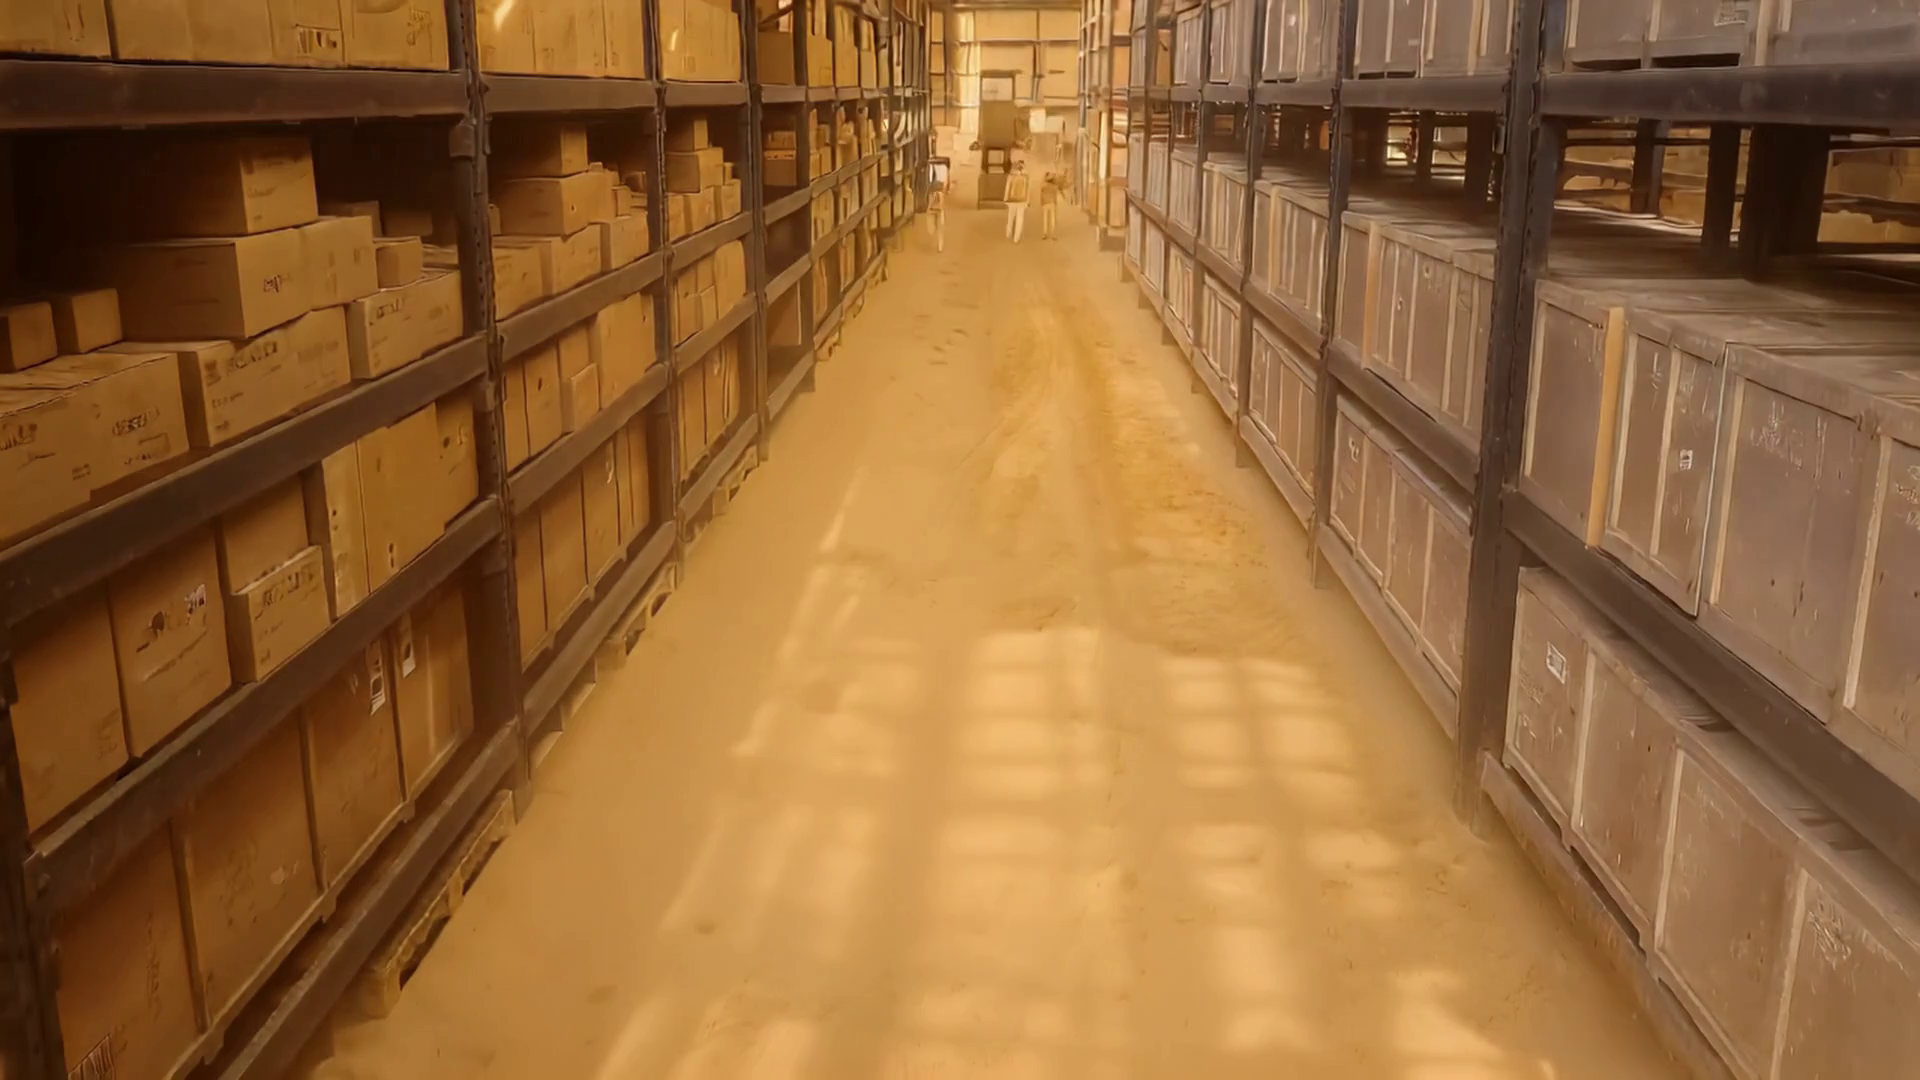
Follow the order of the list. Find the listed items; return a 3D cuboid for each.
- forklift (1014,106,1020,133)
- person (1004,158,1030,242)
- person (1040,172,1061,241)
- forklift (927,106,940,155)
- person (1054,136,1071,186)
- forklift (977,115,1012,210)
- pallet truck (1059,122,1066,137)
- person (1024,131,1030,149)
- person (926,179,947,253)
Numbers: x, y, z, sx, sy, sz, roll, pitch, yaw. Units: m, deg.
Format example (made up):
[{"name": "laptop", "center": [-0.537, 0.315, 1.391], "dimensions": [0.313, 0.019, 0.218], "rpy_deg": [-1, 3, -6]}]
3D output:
[{"name": "forklift", "center": [2.514, -20.177, 82.864], "dimensions": [1.129, 2.768, 1.873], "rpy_deg": [-7, 17, -26]}, {"name": "person", "center": [1.350, -8.108, 39.699], "dimensions": [0.644, 1.972, 0.602], "rpy_deg": [-5, 16, -17]}, {"name": "person", "center": [2.160, -7.992, 39.894], "dimensions": [0.498, 1.633, 0.285], "rpy_deg": [1, 15, 3]}, {"name": "forklift", "center": [-1.386, -20.270, 83.211], "dimensions": [1.873, 2.768, 1.129], "rpy_deg": [9, 18, 31]}, {"name": "person", "center": [3.819, -14.512, 63.680], "dimensions": [0.914, 1.891, 0.589], "rpy_deg": [-3, 15, -12]}, {"name": "forklift", "center": [1.104, -11.508, 50.610], "dimensions": [1.129, 2.768, 1.873], "rpy_deg": [0, 15, 2]}, {"name": "pallet truck", "center": [5.788, -21.111, 88.014], "dimensions": [1.885, 1.965, 0.823], "rpy_deg": [5, 16, 18]}, {"name": "person", "center": [3.343, -19.657, 83.302], "dimensions": [0.495, 1.624, 0.533], "rpy_deg": [-2, 15, -8]}, {"name": "person", "center": [-0.514, -7.185, 36.893], "dimensions": [0.619, 1.619, 0.408], "rpy_deg": [12, 19, 37]}]
